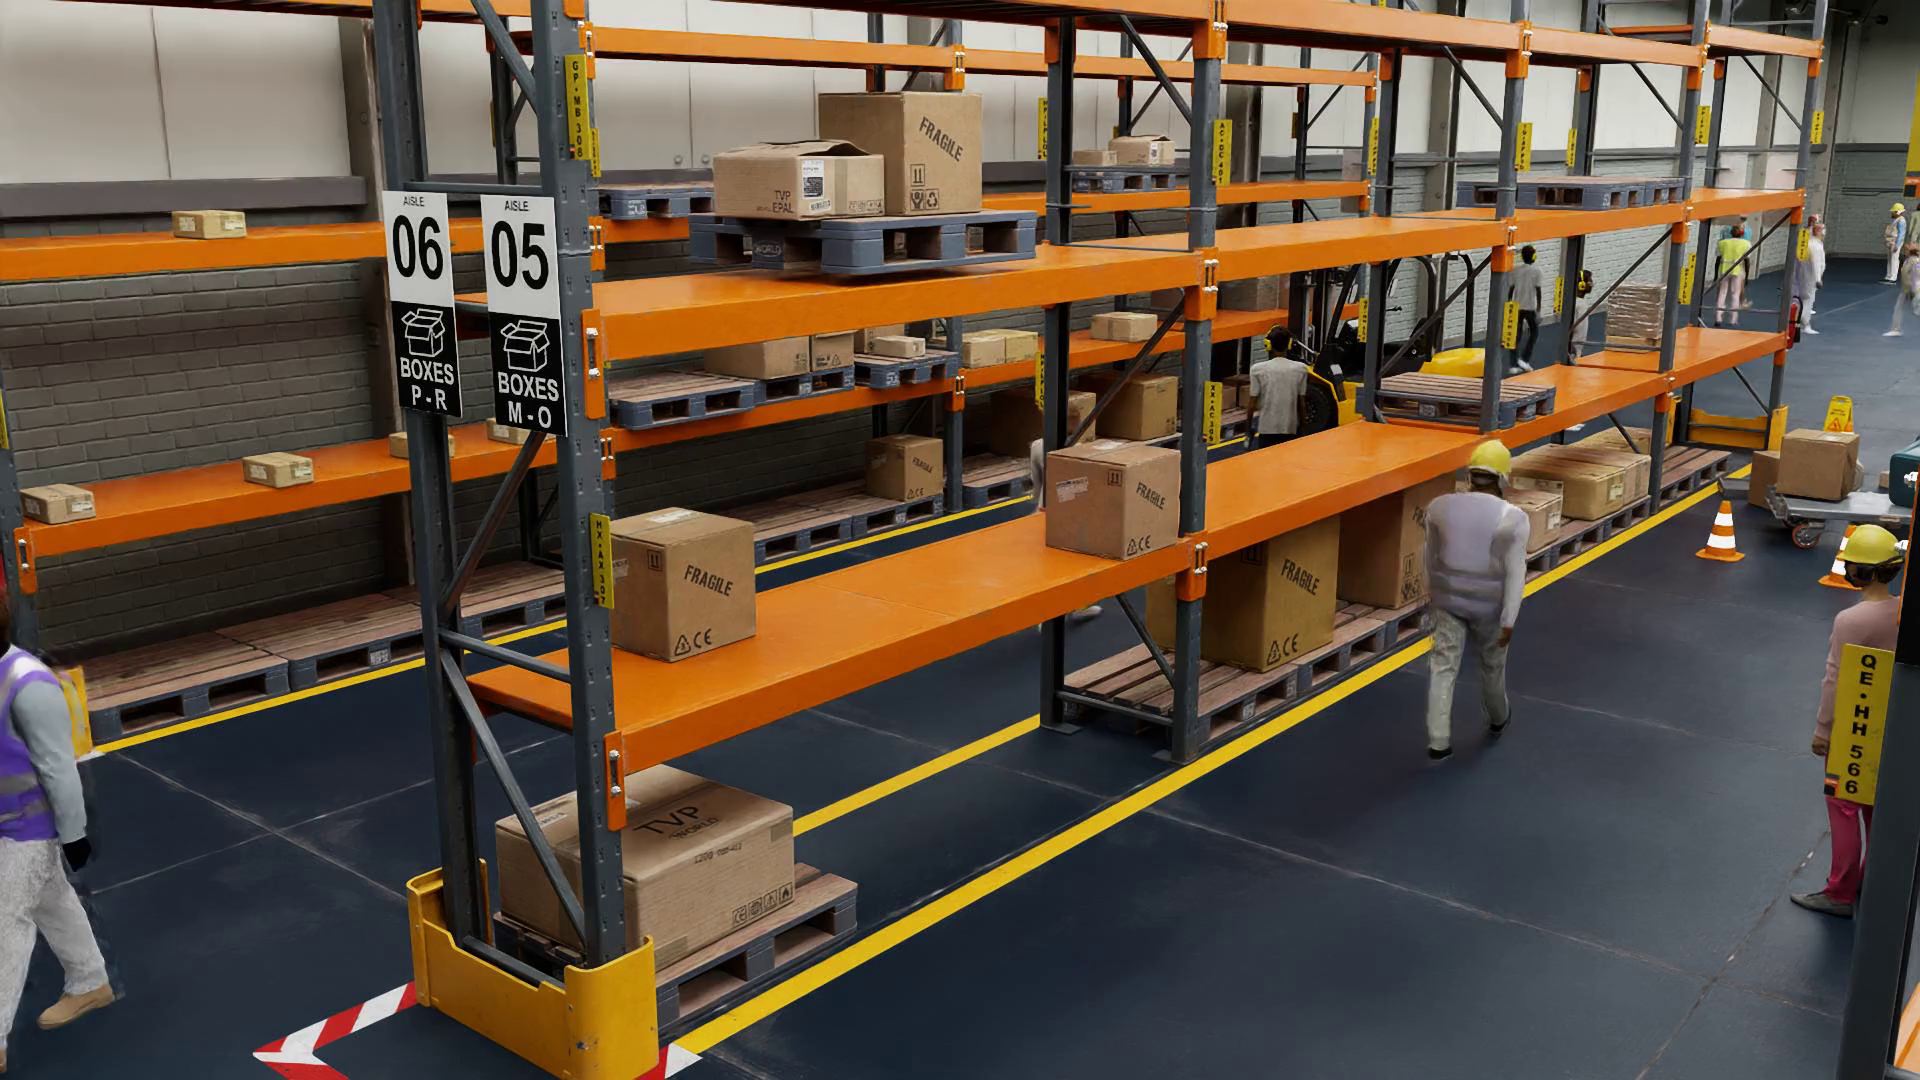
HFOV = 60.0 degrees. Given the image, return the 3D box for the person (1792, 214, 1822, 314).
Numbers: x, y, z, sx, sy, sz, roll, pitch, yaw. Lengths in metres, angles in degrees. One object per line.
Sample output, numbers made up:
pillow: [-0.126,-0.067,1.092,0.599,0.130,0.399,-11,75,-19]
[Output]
person: [16.298,-5.302,31.961,0.399,1.900,0.645,-4,14,-15]

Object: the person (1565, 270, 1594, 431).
person: [7.202,-2.216,19.442,0.315,1.871,0.534,8,16,29]

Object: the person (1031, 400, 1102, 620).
person: [0.755,-0.188,11.701,0.515,1.604,0.722,8,16,30]

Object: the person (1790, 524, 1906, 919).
person: [3.986,0.799,7.409,0.521,1.758,0.345,-9,16,-33]

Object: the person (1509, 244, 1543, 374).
person: [8.166,-3.323,23.983,0.558,1.851,0.563,-13,19,-43]

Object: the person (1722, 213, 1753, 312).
person: [15.088,-5.424,32.244,1.009,1.993,0.622,-9,17,-34]

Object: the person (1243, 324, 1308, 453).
person: [2.674,-0.897,14.122,0.534,1.856,0.367,0,14,-1]

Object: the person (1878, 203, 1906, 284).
person: [21.409,-6.789,38.139,0.404,1.832,0.596,3,14,12]

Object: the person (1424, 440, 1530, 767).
person: [2.875,0.322,9.283,0.595,1.779,0.933,8,16,31]

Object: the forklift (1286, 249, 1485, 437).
forklift: [4.886,-2.214,18.767,2.313,2.155,1.214,11,18,38]

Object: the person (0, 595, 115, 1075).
person: [-3.621,1.074,6.166,0.654,1.809,0.887,10,17,34]

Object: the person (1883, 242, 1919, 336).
person: [16.235,-4.247,28.248,0.755,1.607,0.536,1,14,5]

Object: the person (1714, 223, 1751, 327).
person: [13.824,-4.744,29.800,0.570,1.845,0.384,11,18,38]

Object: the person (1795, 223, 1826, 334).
person: [14.717,-4.536,28.876,0.503,1.893,0.805,6,15,23]

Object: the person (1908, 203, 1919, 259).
person: [25.389,-8.136,44.036,0.507,1.632,0.274,5,15,20]
